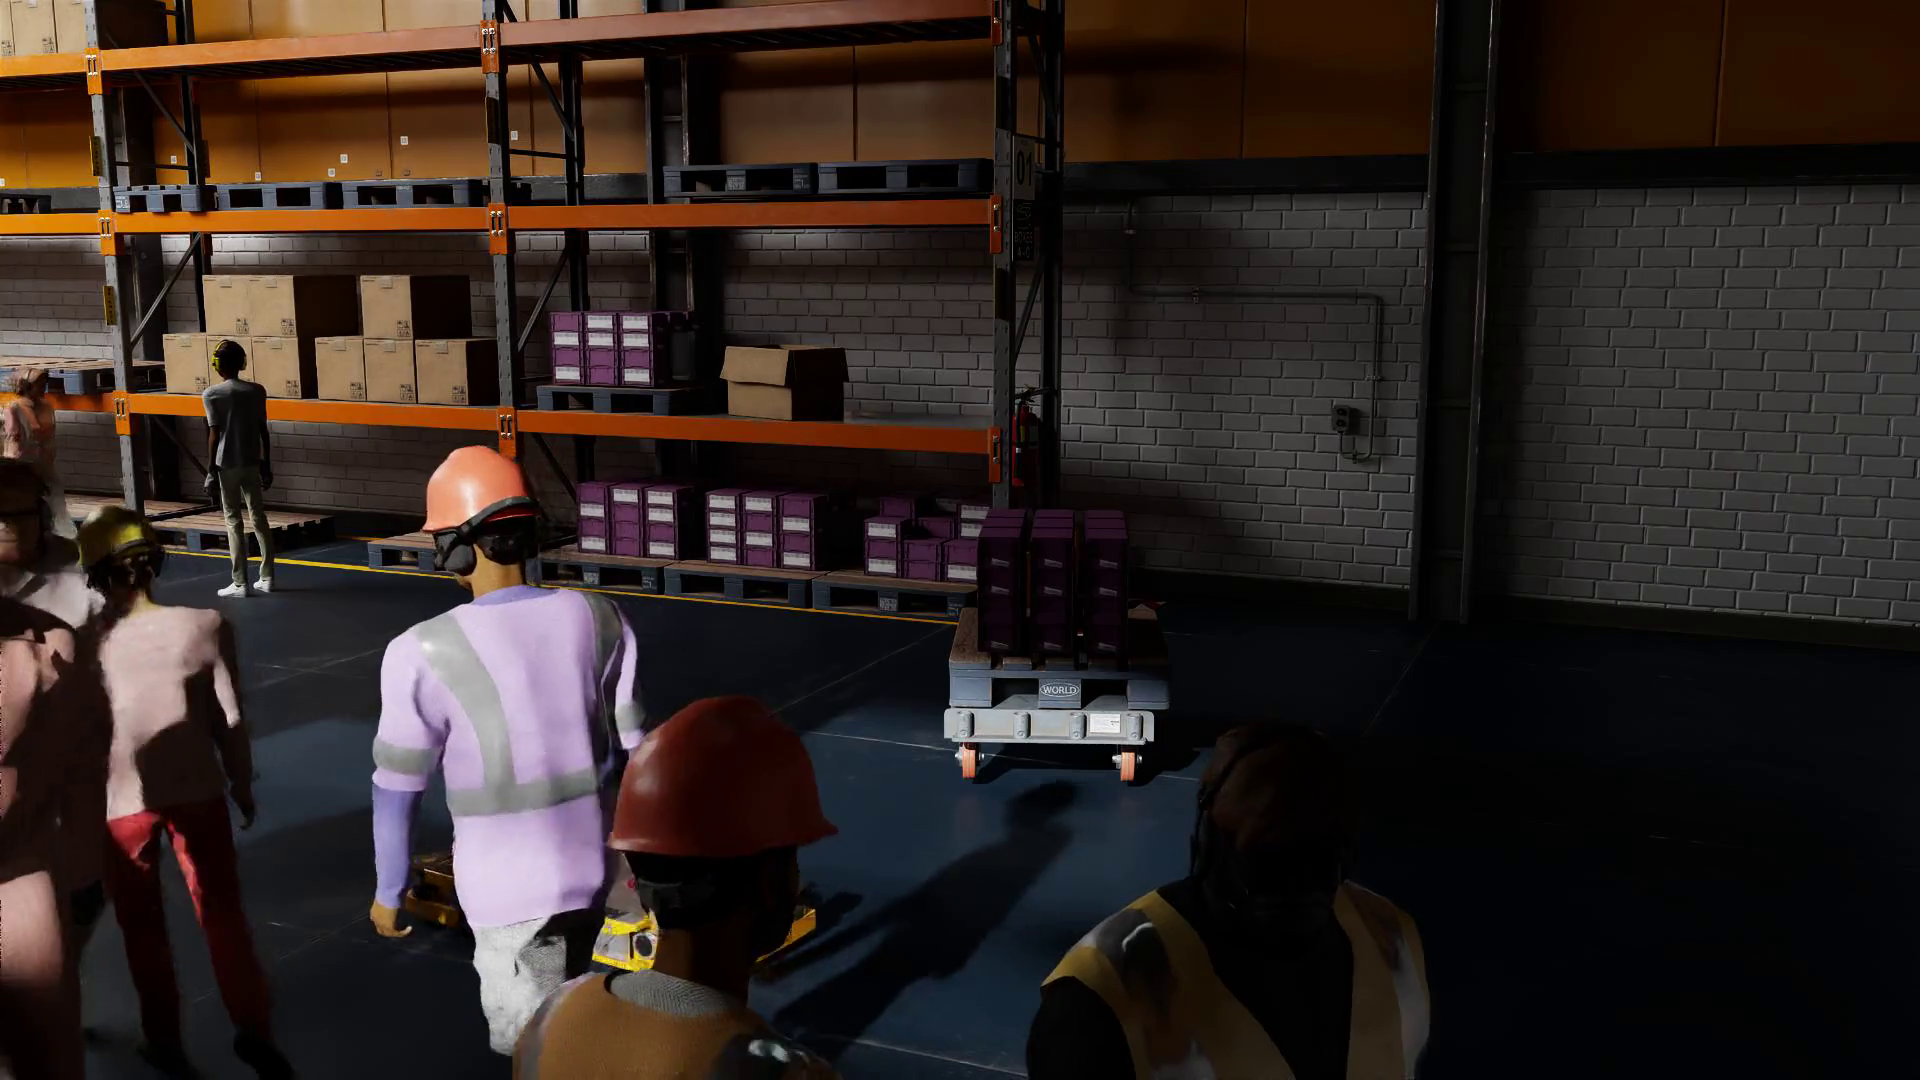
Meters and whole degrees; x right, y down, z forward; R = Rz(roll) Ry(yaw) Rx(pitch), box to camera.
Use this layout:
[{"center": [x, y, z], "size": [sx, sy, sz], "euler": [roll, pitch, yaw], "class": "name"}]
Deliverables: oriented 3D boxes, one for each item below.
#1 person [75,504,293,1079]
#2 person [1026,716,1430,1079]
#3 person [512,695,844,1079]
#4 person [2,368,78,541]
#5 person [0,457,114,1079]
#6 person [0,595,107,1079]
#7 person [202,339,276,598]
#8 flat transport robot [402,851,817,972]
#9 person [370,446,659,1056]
[{"center": [-2.298, 0.763, 4.794], "size": [0.535, 1.735, 0.670], "euler": [-7, 12, -37], "class": "person"}, {"center": [0.396, 1.135, 2.286], "size": [0.624, 1.838, 0.430], "euler": [-5, 11, -29], "class": "person"}, {"center": [-0.307, 1.146, 2.014], "size": [0.557, 1.906, 0.523], "euler": [7, 12, 37], "class": "person"}, {"center": [-7.233, -0.542, 13.059], "size": [0.894, 1.586, 0.525], "euler": [3, 10, 19], "class": "person"}, {"center": [-2.782, 0.668, 4.956], "size": [0.674, 1.880, 0.596], "euler": [-7, 12, -35], "class": "person"}, {"center": [-2.332, 0.844, 3.874], "size": [0.657, 1.883, 0.681], "euler": [-5, 11, -29], "class": "person"}, {"center": [-5.239, -0.514, 12.068], "size": [0.309, 1.868, 0.535], "euler": [6, 11, 32], "class": "person"}, {"center": [-1.289, 1.290, 6.034], "size": [1.431, 0.197, 0.652], "euler": [6, 11, 31], "class": "flat transport robot"}, {"center": [-1.074, 0.781, 3.921], "size": [0.906, 1.996, 0.610], "euler": [8, 12, 39], "class": "person"}]
